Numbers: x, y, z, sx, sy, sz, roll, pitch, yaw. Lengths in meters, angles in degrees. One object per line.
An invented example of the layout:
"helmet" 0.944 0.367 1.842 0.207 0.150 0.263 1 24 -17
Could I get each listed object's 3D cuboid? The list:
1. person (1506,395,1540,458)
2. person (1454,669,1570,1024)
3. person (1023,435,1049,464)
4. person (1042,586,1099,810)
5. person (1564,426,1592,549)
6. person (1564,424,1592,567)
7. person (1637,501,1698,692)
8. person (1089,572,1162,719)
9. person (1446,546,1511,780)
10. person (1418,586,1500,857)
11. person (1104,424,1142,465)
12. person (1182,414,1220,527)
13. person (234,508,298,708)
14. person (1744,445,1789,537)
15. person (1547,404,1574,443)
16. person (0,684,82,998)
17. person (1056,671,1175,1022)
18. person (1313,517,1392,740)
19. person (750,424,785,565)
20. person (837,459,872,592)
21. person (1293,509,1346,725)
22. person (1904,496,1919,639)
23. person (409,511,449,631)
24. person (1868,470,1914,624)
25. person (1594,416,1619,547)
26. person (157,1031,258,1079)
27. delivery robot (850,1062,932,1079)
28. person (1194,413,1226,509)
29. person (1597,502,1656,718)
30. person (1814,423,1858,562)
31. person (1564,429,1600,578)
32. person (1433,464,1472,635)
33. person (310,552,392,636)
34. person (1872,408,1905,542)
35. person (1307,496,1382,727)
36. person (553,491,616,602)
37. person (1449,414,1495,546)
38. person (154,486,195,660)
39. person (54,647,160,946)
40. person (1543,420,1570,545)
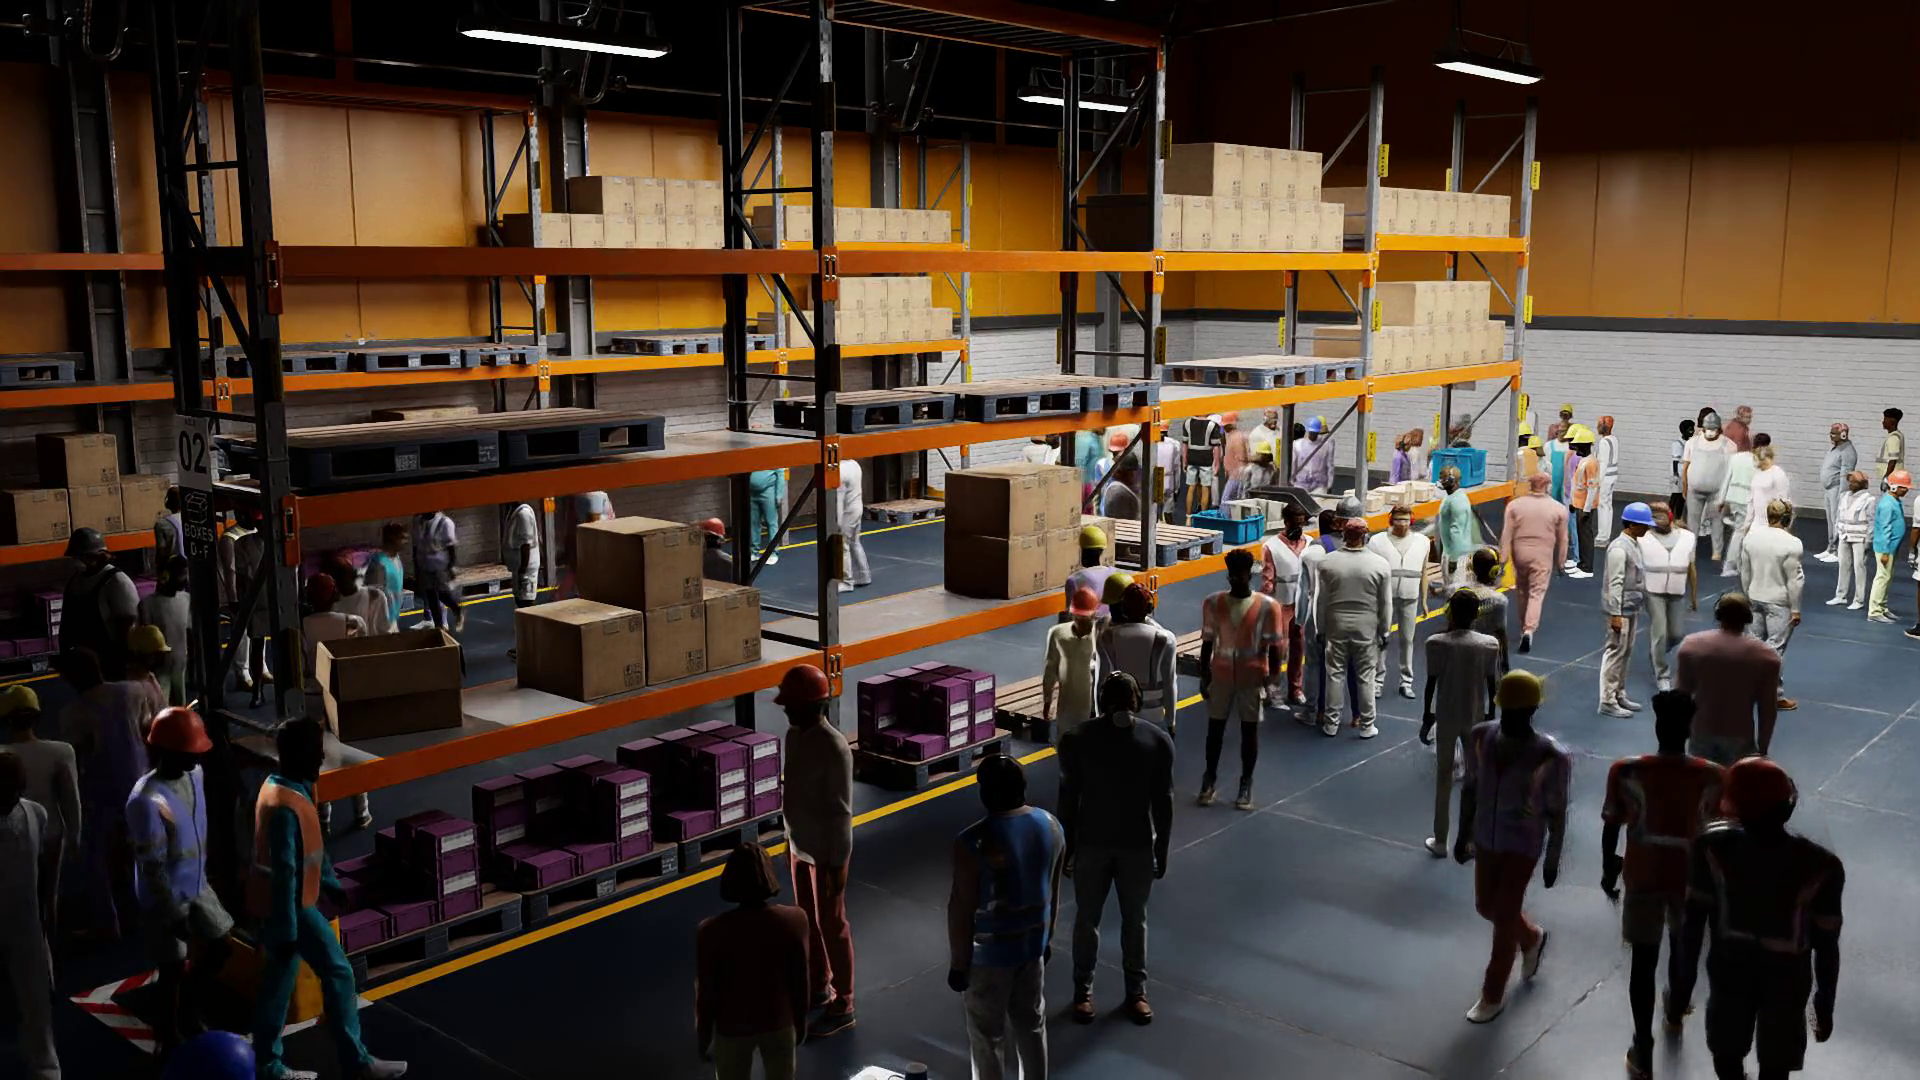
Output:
"person" 9.380 -1.500 27.749 0.574 1.876 0.354 -3 10 -19
"person" 3.021 1.615 9.056 0.787 1.903 0.598 -7 12 -37
"person" 1.170 -0.847 24.552 0.498 1.633 0.281 2 10 13
"person" 0.912 1.164 12.245 0.586 1.724 0.567 4 10 22
"person" 8.771 -0.748 23.599 0.527 1.761 0.336 -5 11 -29
"person" 8.217 -0.589 22.187 0.395 1.918 0.593 6 11 31
"person" 6.704 0.526 15.830 0.601 1.805 0.650 1 10 4
"person" 1.158 1.163 11.731 0.596 1.910 0.398 8 12 38
"person" 4.059 0.968 13.073 0.440 1.849 0.552 -8 12 -39
"person" 3.405 1.242 11.379 0.519 1.873 0.335 1 10 7
"person" 2.565 -1.201 25.749 0.623 1.940 0.962 8 13 40
"person" 3.691 -1.188 25.417 0.611 2.032 0.410 5 11 30
"person" -6.326 0.566 15.212 0.544 1.939 0.354 -4 10 -21
"person" 9.594 -0.165 19.728 0.383 1.895 0.717 -1 10 -5
"person" 9.853 -1.342 27.153 0.537 1.757 0.357 4 10 25
"person" -5.237 1.659 9.337 0.530 1.721 0.904 -8 13 -41
"person" 0.827 1.631 8.889 0.627 1.932 0.372 0 10 1
"person" 3.348 0.751 14.198 0.654 1.906 0.408 3 10 17
"person" -2.672 -0.612 22.343 0.643 1.908 0.399 4 10 25
"person" -1.373 -0.291 20.498 0.496 1.886 0.727 3 10 16
"person" 3.227 0.682 14.619 0.598 1.908 0.402 -3 10 -16
"person" 10.533 0.104 17.929 0.610 1.958 0.367 0 10 0
"person" -5.850 0.089 18.248 0.521 1.877 0.325 8 12 40
"person" 10.496 0.074 18.750 0.353 1.738 0.573 7 12 37
"person" 9.194 -0.841 23.768 0.356 1.886 0.574 7 12 34
"person" -2.237 2.331 4.775 0.669 1.902 0.427 0 10 2
"delivery robot" -0.192 2.536 7.291 0.707 0.478 0.477 6 11 32
"person" 4.111 -1.433 27.418 0.571 1.845 0.380 5 11 29
"person" 5.965 0.616 14.920 0.423 1.935 0.614 7 12 37
"person" 11.886 -0.644 22.571 0.401 1.900 0.642 2 10 12
"person" 8.015 -0.467 21.413 0.382 1.924 0.594 2 10 11
"person" 5.254 0.152 17.751 0.392 1.927 0.643 1 10 7
"person" -4.696 1.020 12.800 0.657 1.856 0.717 -3 10 -17
"person" 13.469 -0.941 24.122 0.368 1.966 0.603 6 11 32
"person" 3.390 0.613 14.625 0.688 2.000 0.539 5 11 28
"person" -4.189 -0.052 18.596 0.996 2.000 0.689 -8 13 -41
"person" 6.901 -0.769 22.874 0.982 2.000 0.696 -2 10 -14
"person" -7.795 0.374 16.679 0.350 1.835 0.519 8 13 41
"person" -5.081 1.516 9.960 0.365 1.809 0.637 9 13 43
"person" 8.519 -0.786 23.649 0.520 1.808 0.857 5 11 25
